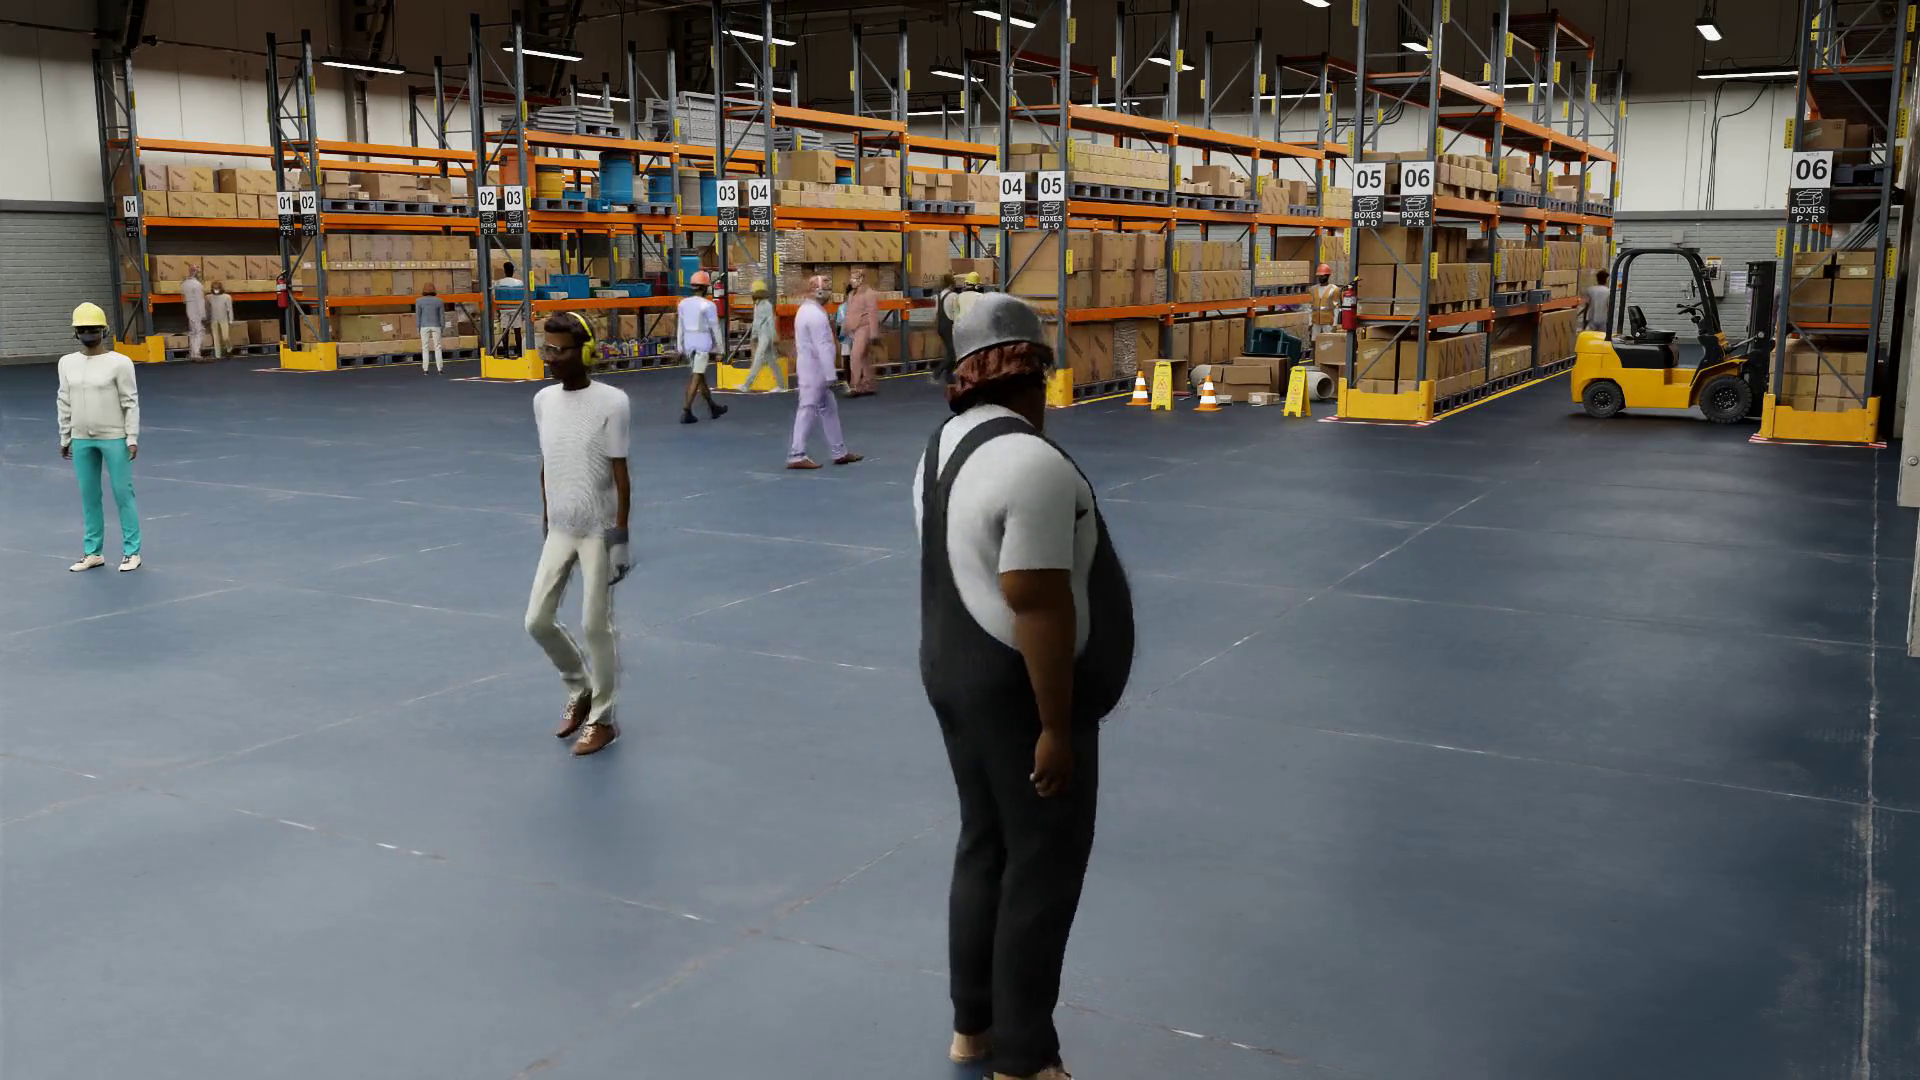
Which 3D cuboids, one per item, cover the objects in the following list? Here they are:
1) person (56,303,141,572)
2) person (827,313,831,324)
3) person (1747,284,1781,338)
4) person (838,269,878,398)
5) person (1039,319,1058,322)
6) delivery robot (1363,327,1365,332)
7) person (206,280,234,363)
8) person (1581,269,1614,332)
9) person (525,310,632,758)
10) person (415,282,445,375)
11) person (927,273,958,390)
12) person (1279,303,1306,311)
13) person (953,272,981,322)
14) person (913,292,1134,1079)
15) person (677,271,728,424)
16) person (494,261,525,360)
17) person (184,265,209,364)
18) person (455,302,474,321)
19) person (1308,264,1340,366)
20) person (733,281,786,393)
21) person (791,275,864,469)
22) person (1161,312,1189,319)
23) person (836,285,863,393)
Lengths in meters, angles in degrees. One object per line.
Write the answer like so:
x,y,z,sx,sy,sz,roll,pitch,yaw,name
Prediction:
-5.665,-0.668,10.943,0.533,1.772,0.297,0,10,3,person
-2.591,-3.921,29.545,0.625,1.931,0.375,0,10,-1,person
13.928,-3.786,28.779,0.590,1.919,0.388,4,11,23,person
-1.555,-3.039,24.526,0.823,1.875,0.655,-5,11,-29,person
1.398,-3.551,27.060,0.606,2.035,0.403,5,11,27,person
9.233,-4.658,37.583,0.707,0.478,0.477,-1,10,-7,delivery robot
-14.460,-4.270,32.487,0.515,1.614,0.446,-2,10,-13,person
11.194,-3.826,29.190,0.536,1.850,0.588,5,11,28,person
-1.570,-0.015,6.885,0.519,1.858,0.381,4,10,22,person
-9.287,-3.710,29.182,0.493,1.624,0.281,-4,10,-21,person
-0.221,-3.203,25.657,0.573,1.817,0.549,-7,12,-35,person
7.544,-5.319,37.721,0.561,1.919,0.445,6,11,32,person
0.196,-3.129,25.166,0.588,1.834,0.403,5,11,28,person
0.191,0.353,4.170,0.537,2.000,0.813,-4,10,-21,person
-3.226,-2.416,20.849,0.571,1.879,1.008,6,11,30,person
-8.981,-4.577,33.252,0.603,1.966,0.368,0,10,0,person
-14.818,-4.359,32.236,0.501,1.894,0.721,-9,13,-44,person
-10.643,-4.892,35.375,0.572,1.862,0.642,6,11,31,person
6.143,-3.694,28.166,0.544,1.939,0.372,8,12,38,person
-3.027,-3.046,25.088,0.908,1.683,0.495,-5,11,-26,person
-1.278,-1.626,16.225,0.862,1.873,0.680,-2,10,-13,person
4.337,-4.589,33.535,0.594,1.898,0.596,3,10,17,person
-1.602,-3.025,25.090,0.539,1.653,0.878,0,10,0,person
